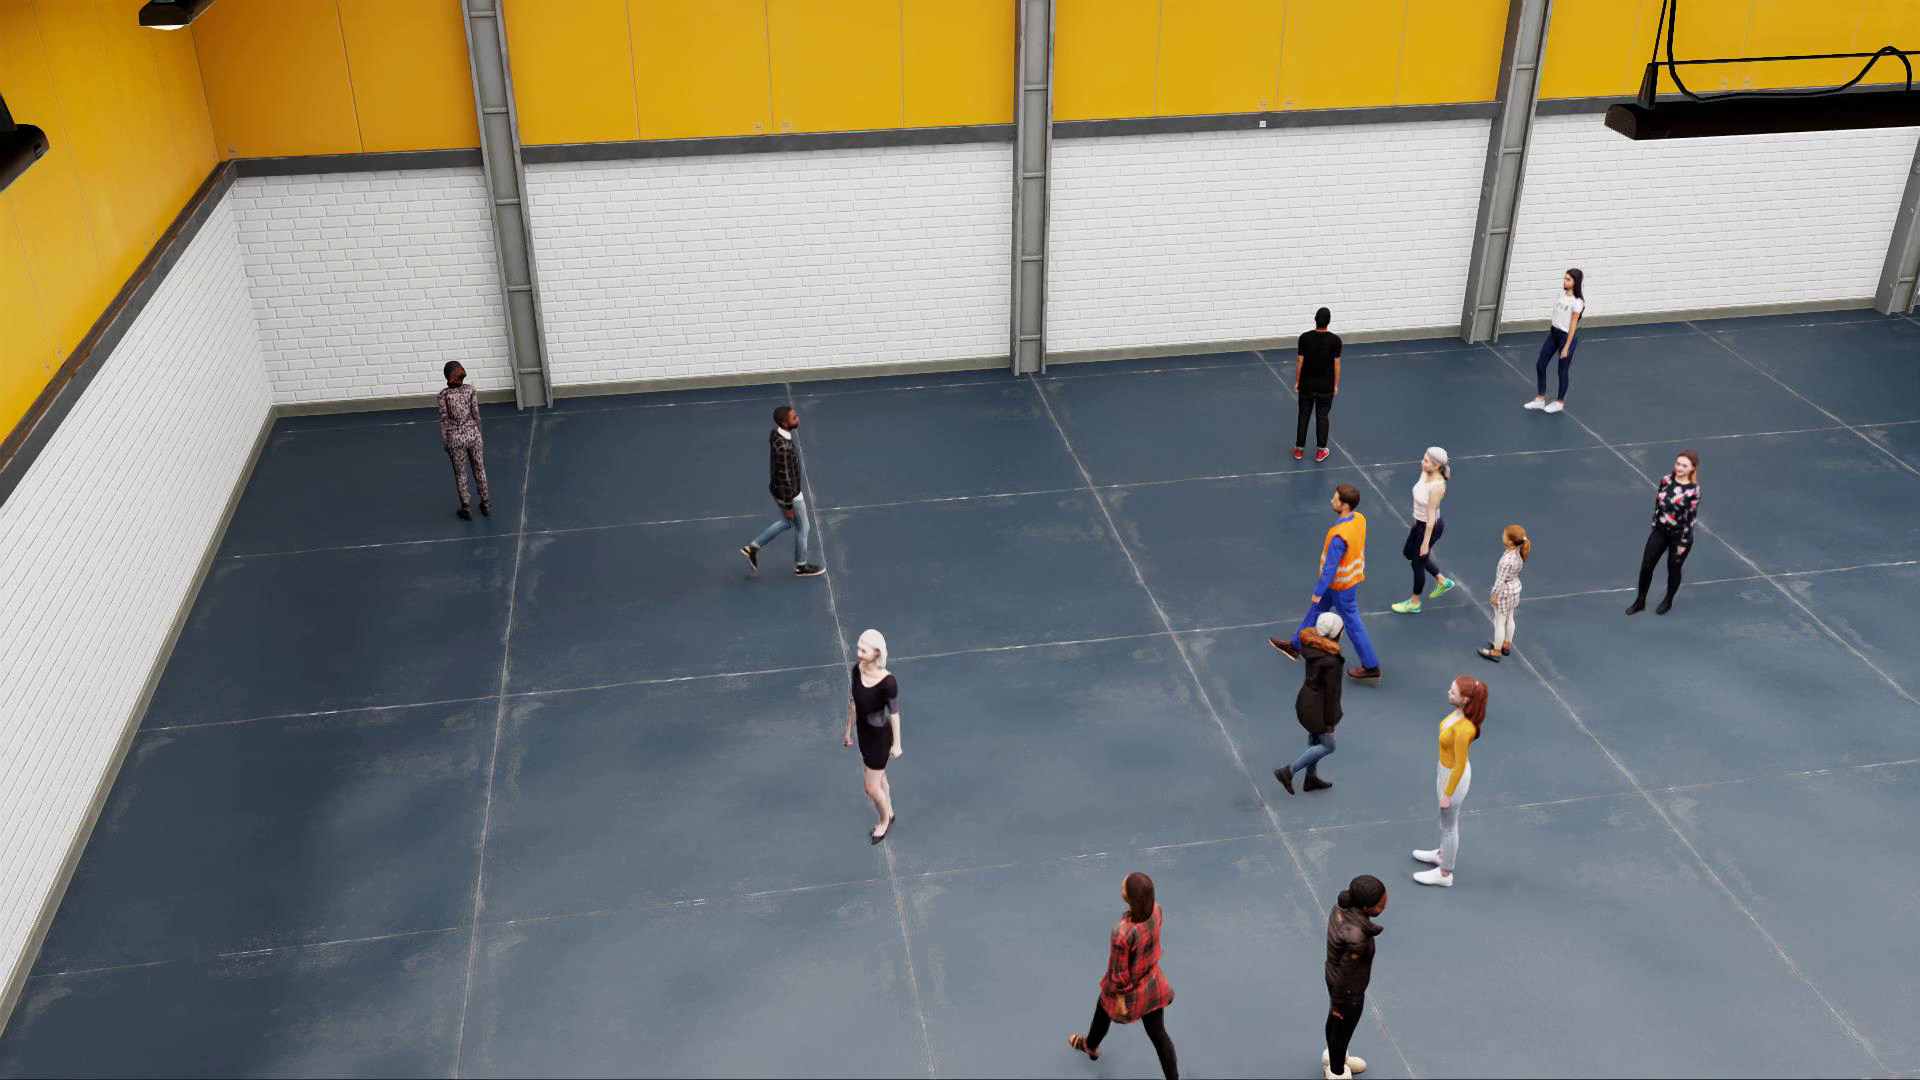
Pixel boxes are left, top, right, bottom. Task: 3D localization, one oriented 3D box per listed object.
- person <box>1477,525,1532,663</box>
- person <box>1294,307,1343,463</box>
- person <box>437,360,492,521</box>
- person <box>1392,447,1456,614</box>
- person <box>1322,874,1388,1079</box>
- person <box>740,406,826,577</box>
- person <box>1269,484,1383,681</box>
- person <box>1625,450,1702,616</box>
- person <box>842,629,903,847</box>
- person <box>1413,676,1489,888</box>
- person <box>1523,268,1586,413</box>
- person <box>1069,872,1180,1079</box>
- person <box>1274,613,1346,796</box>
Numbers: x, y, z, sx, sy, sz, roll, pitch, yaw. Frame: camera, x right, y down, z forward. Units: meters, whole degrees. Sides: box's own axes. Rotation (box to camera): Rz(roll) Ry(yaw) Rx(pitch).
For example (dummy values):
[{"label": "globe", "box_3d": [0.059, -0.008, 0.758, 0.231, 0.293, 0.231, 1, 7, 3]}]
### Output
[{"label": "person", "box_3d": [4.827, 0.457, 14.650, 0.662, 1.309, 0.586, 24, 36, 36]}, {"label": "person", "box_3d": [3.893, -1.705, 18.145, 0.669, 1.758, 0.781, 9, 30, 15]}, {"label": "person", "box_3d": [-5.056, -1.025, 16.943, 0.620, 1.715, 0.718, -20, 34, -32]}, {"label": "person", "box_3d": [4.359, -0.087, 15.245, 0.858, 1.694, 0.719, 2, 29, 3]}, {"label": "person", "box_3d": [2.347, 2.709, 10.155, 0.607, 1.659, 0.658, -5, 29, -8]}, {"label": "person", "box_3d": [-1.732, -0.438, 15.778, 1.035, 1.799, 0.718, -6, 29, -11]}, {"label": "person", "box_3d": [3.342, 0.412, 14.210, 1.351, 1.810, 1.186, 13, 31, 22]}, {"label": "person", "box_3d": [6.581, -0.074, 15.256, 0.870, 1.662, 0.779, -22, 36, -35]}, {"label": "person", "box_3d": [-0.562, 1.431, 12.335, 0.746, 1.816, 0.797, 24, 37, 37]}, {"label": "person", "box_3d": [3.525, 1.710, 11.894, 0.671, 1.749, 0.672, 7, 29, 13]}, {"label": "person", "box_3d": [7.035, -2.298, 19.229, 0.759, 1.761, 0.678, -10, 30, -17]}, {"label": "person", "box_3d": [1.123, 2.750, 10.083, 1.144, 1.658, 1.086, -25, 37, -38]}, {"label": "person", "box_3d": [2.699, 1.290, 12.792, 0.728, 1.627, 0.629, -4, 29, -8]}]
